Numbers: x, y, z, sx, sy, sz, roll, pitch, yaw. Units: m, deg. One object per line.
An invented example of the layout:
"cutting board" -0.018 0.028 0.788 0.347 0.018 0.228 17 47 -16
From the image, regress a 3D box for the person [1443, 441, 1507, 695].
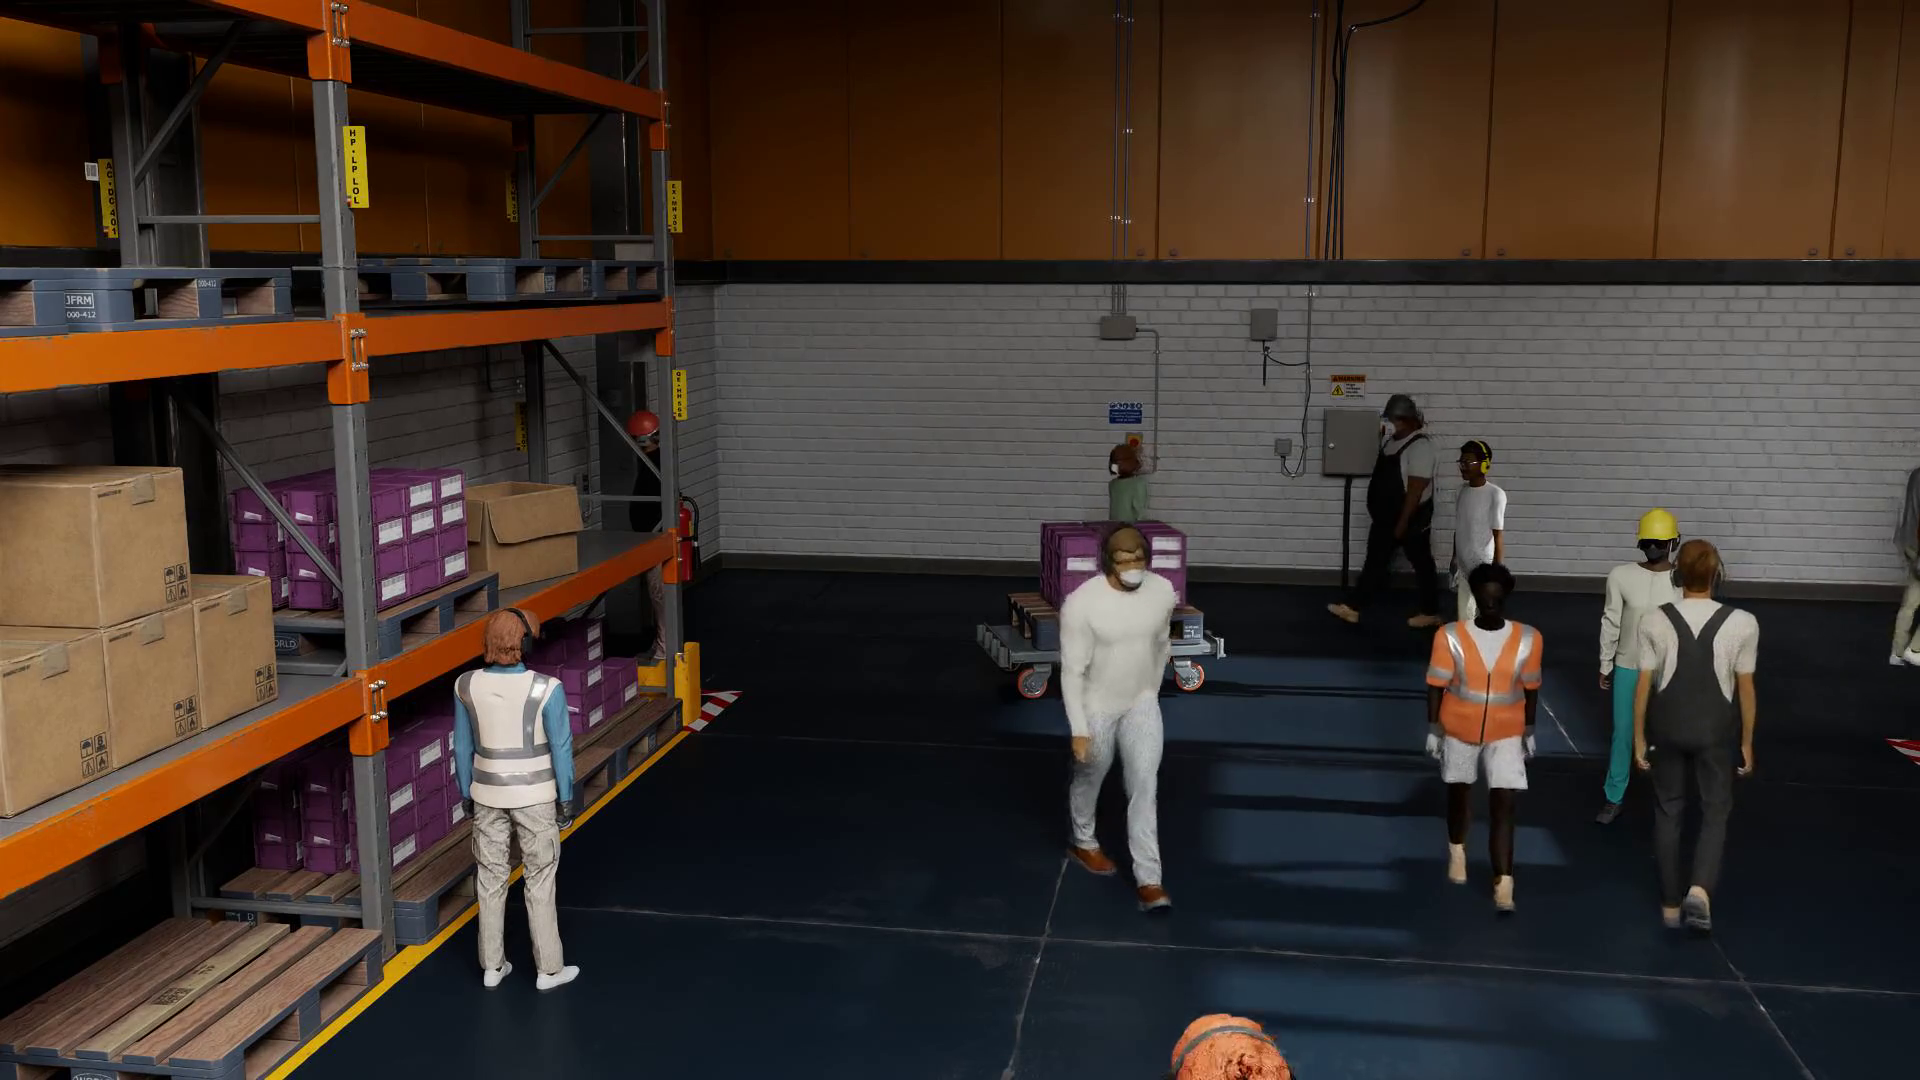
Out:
"person" 3.610 0.226 11.674 0.324 1.862 0.511 -4 10 -21

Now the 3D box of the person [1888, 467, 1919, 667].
"person" 7.366 0.081 12.619 0.496 1.851 0.511 3 10 18

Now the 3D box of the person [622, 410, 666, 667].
"person" -2.335 0.009 12.609 0.392 1.985 0.610 -1 9 -8

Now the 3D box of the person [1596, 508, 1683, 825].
"person" 3.735 0.703 9.007 0.533 1.767 0.312 5 10 28

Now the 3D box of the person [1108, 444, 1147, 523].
"person" 1.433 -0.004 13.840 0.695 1.610 0.500 -6 11 -34

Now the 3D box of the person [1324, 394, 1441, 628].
"person" 3.653 -0.253 14.054 1.017 2.000 0.697 -2 9 -14

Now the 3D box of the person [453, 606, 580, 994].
"person" -1.865 1.093 6.990 0.522 1.638 0.309 2 9 11

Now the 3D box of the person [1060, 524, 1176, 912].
"person" 0.753 0.824 7.985 0.634 1.851 1.079 -3 10 -19

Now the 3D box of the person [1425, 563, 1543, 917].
"person" 2.493 0.931 7.947 0.541 1.647 0.843 2 10 15

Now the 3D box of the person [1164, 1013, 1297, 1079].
"person" 0.455 1.688 2.733 0.584 1.844 0.985 0 9 -2

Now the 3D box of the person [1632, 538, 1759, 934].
"person" 3.325 0.905 7.554 0.533 1.834 0.539 4 10 25
